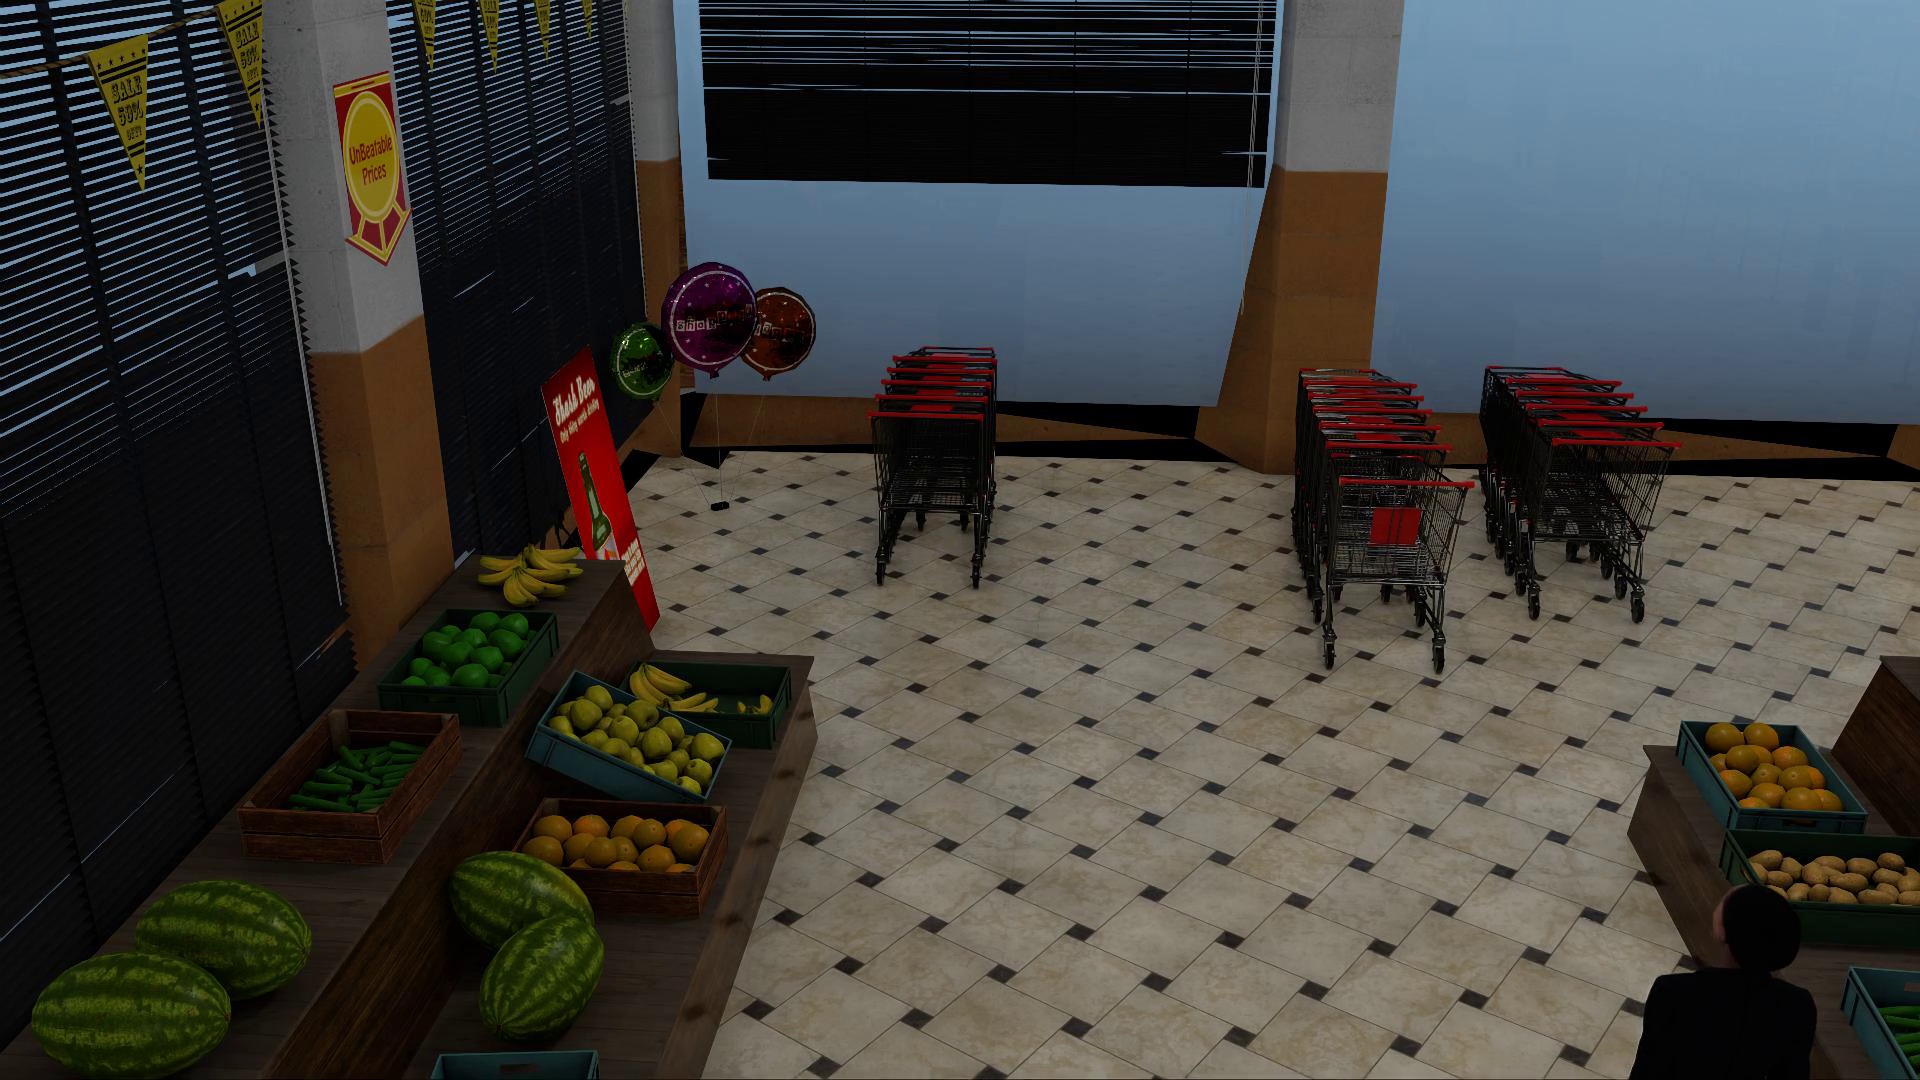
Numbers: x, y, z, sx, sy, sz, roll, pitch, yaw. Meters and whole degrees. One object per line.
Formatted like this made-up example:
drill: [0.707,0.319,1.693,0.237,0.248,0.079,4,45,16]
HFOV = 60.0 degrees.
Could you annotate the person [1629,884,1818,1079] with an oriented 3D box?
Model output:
person: [1.965,1.697,4.442,0.596,1.832,0.507,2,22,6]
